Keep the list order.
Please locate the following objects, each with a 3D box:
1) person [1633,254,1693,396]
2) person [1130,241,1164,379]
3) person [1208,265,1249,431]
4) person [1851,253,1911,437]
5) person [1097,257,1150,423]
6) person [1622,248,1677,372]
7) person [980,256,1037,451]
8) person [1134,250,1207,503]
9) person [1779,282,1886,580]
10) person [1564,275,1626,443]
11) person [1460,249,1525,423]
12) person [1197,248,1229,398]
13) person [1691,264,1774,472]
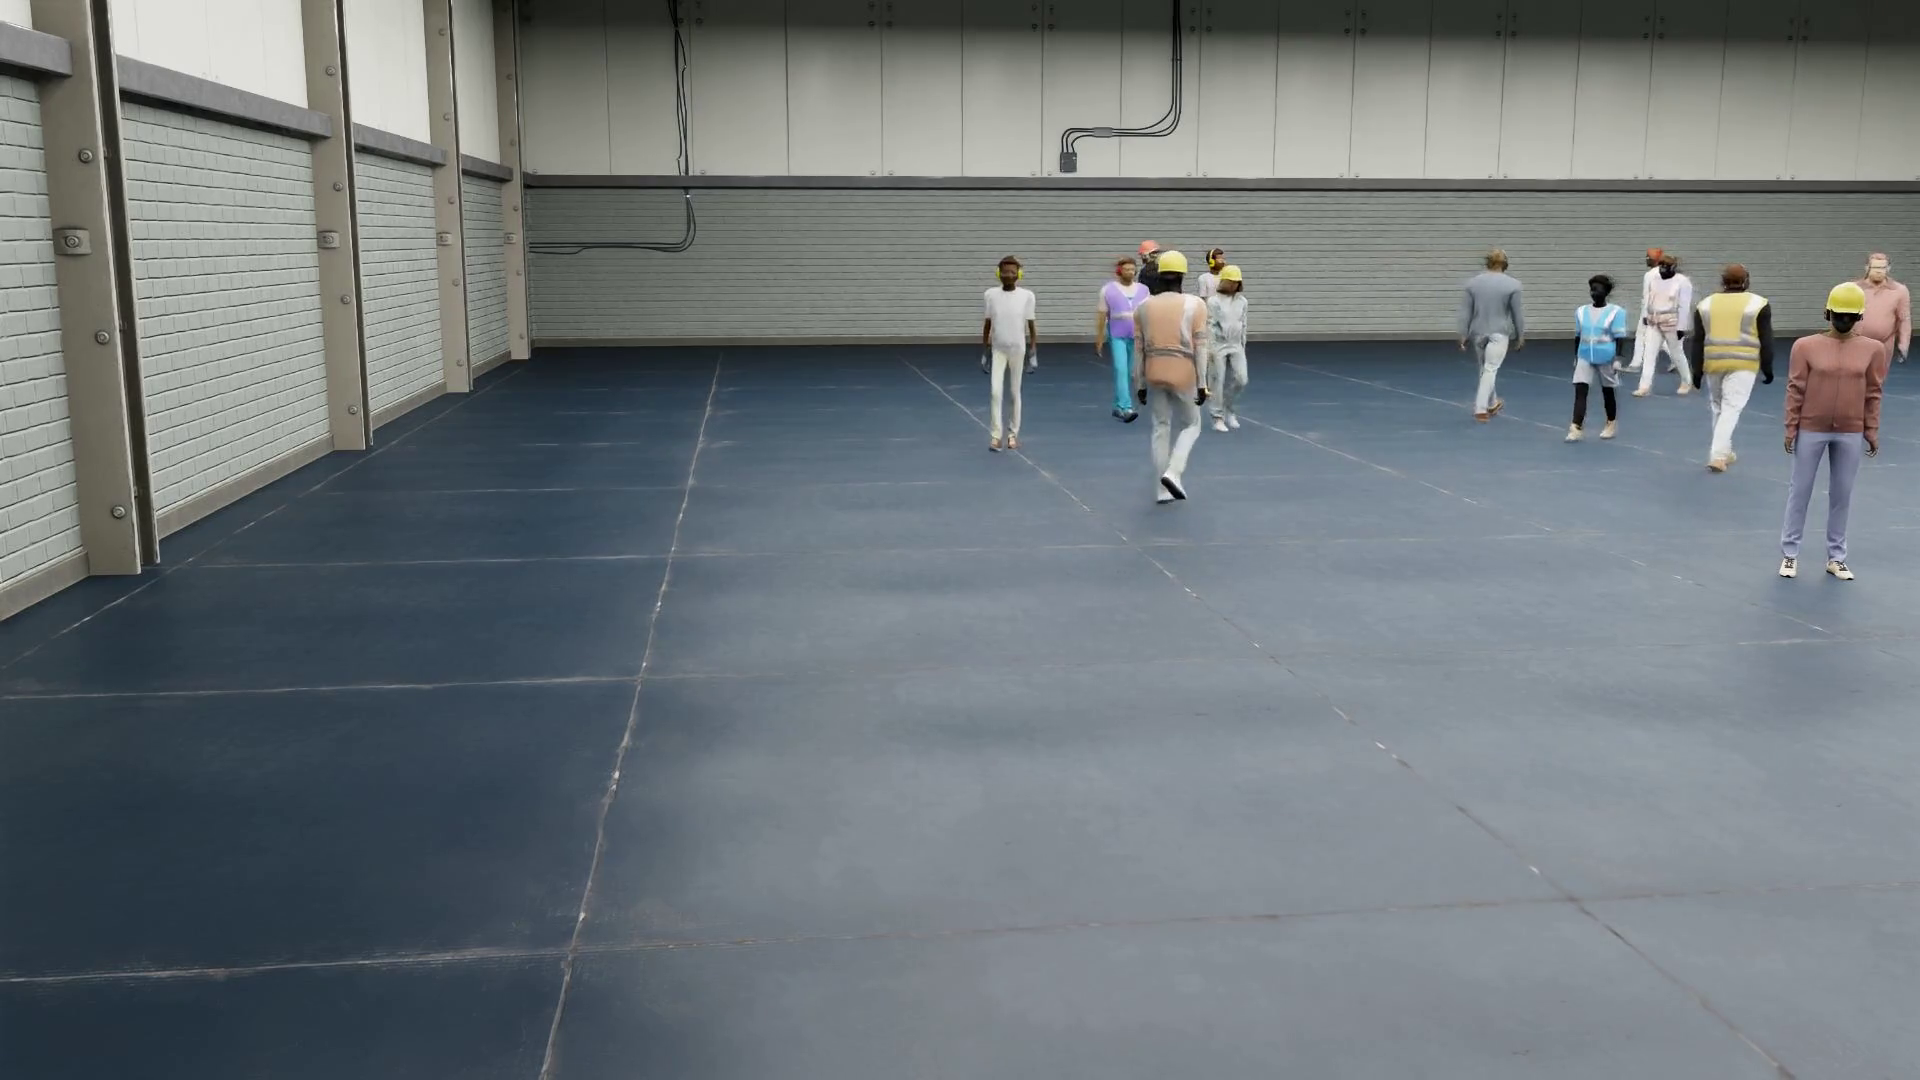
[{"bbox_3d":[9.064,-2.739,21.252,0.926,1.811,0.650,-6,12,-30],"label":"person"},{"bbox_3d":[2.575,-3.271,23.718,0.792,1.958,0.652,6,12,30],"label":"person"},{"bbox_3d":[2.786,-1.988,17.338,0.495,1.732,0.393,-4,11,-19],"label":"person"},{"bbox_3d":[9.391,-2.016,17.129,0.655,1.869,0.957,4,11,21],"label":"person"},{"bbox_3d":[1.843,-2.193,18.264,0.579,1.794,0.951,-4,11,-19],"label":"person"},{"bbox_3d":[10.335,-3.404,24.714,0.605,1.863,0.794,-7,12,-33],"label":"person"},{"bbox_3d":[0.449,-1.742,15.693,0.556,1.835,0.875,1,10,5],"label":"person"},{"bbox_3d":[1.604,-1.226,12.615,0.597,1.915,0.412,6,12,28],"label":"person"},{"bbox_3d":[5.155,-0.636,9.838,0.523,1.760,0.325,3,11,14],"label":"person"},{"bbox_3d":[6.325,-1.796,16.492,0.540,1.652,0.857,10,14,43],"label":"person"},{"bbox_3d":[5.902,-2.254,18.359,0.655,1.879,1.035,9,14,41],"label":"person"},{"bbox_3d":[3.216,-2.745,21.077,0.514,1.876,0.328,-10,14,-44],"label":"person"},{"bbox_3d":[6.712,-1.499,14.488,0.971,1.798,0.626,-10,14,-43],"label":"person"}]
